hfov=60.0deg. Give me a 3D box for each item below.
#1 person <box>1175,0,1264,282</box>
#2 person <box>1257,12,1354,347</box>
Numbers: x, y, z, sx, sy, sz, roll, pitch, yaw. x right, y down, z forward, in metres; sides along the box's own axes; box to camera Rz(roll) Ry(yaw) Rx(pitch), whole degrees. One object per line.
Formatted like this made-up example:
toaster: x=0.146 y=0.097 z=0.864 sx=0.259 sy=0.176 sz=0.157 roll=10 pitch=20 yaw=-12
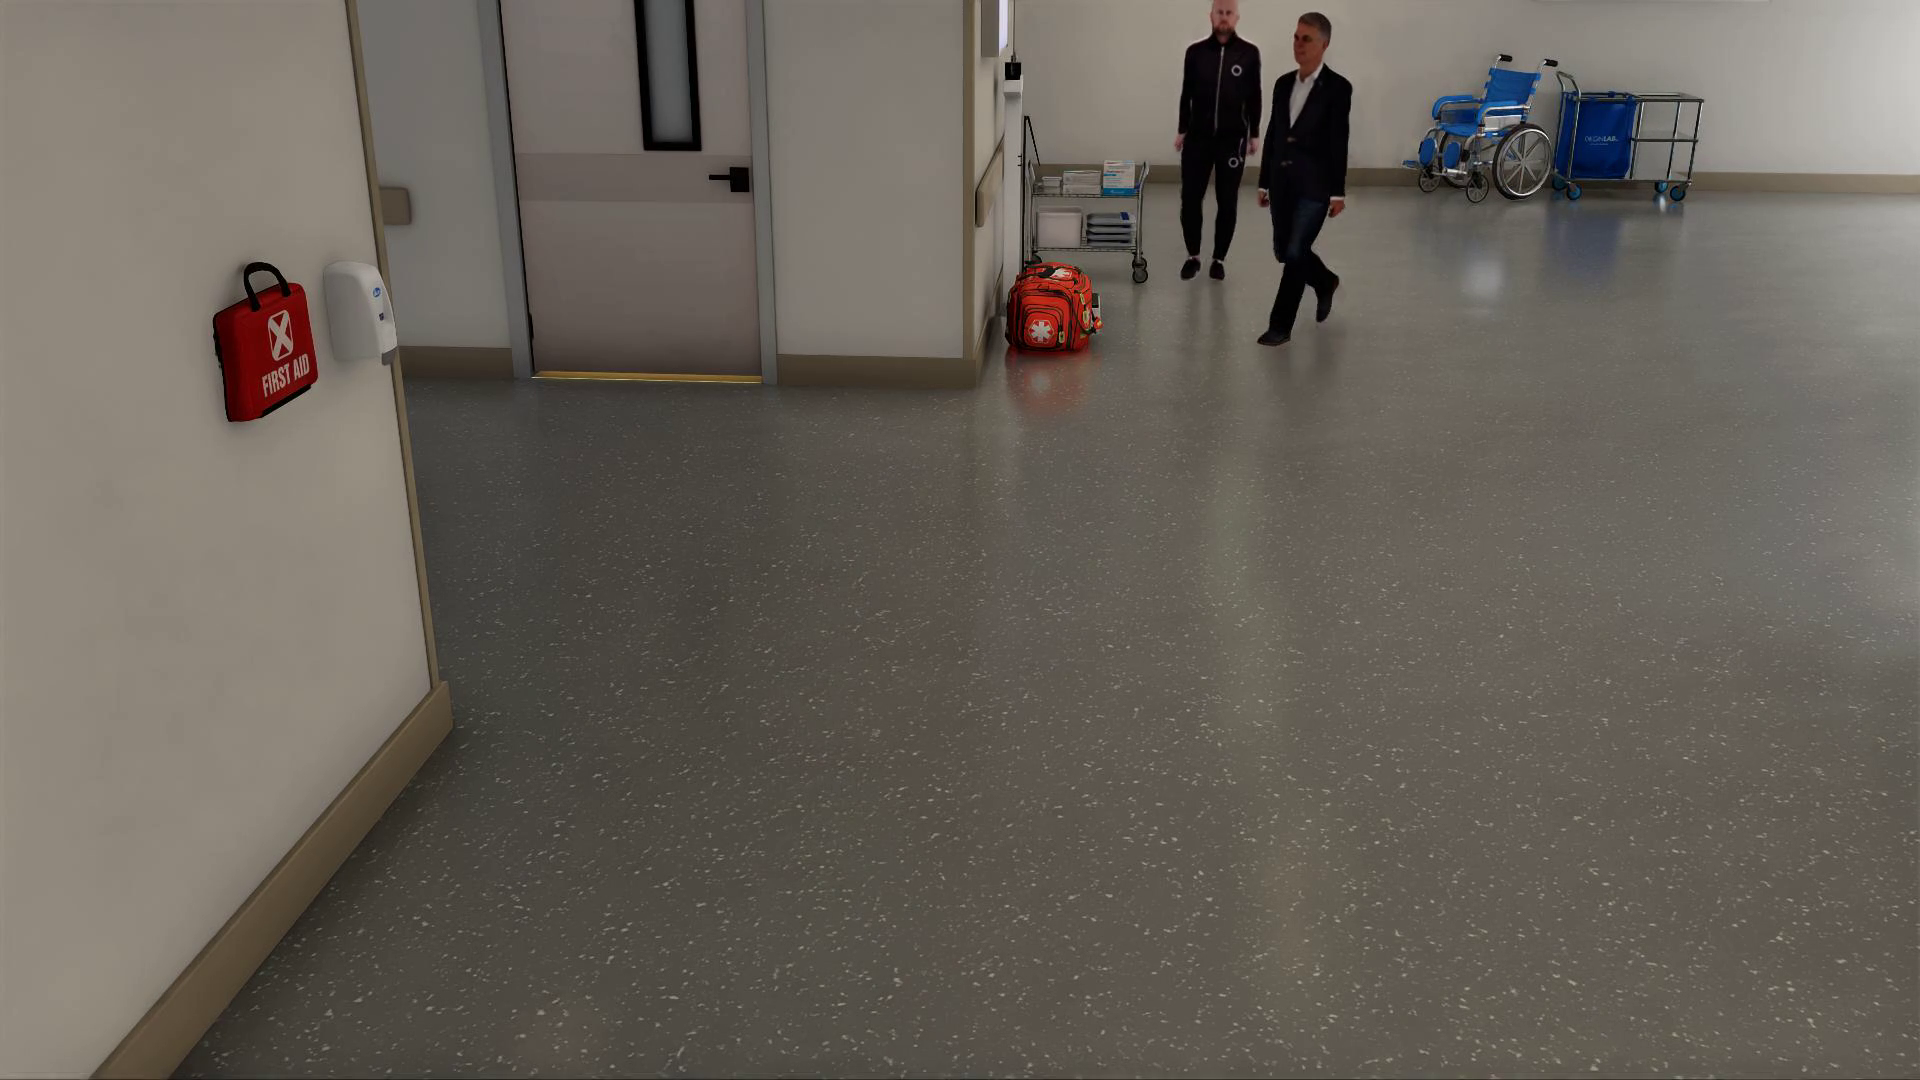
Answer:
person: x=1.688 y=-2.610 z=10.893 sx=0.744 sy=1.820 sz=0.716 roll=4 pitch=21 yaw=10
person: x=1.976 y=-2.020 z=9.372 sx=1.189 sy=1.792 sz=1.104 roll=-19 pitch=28 yaw=-40
